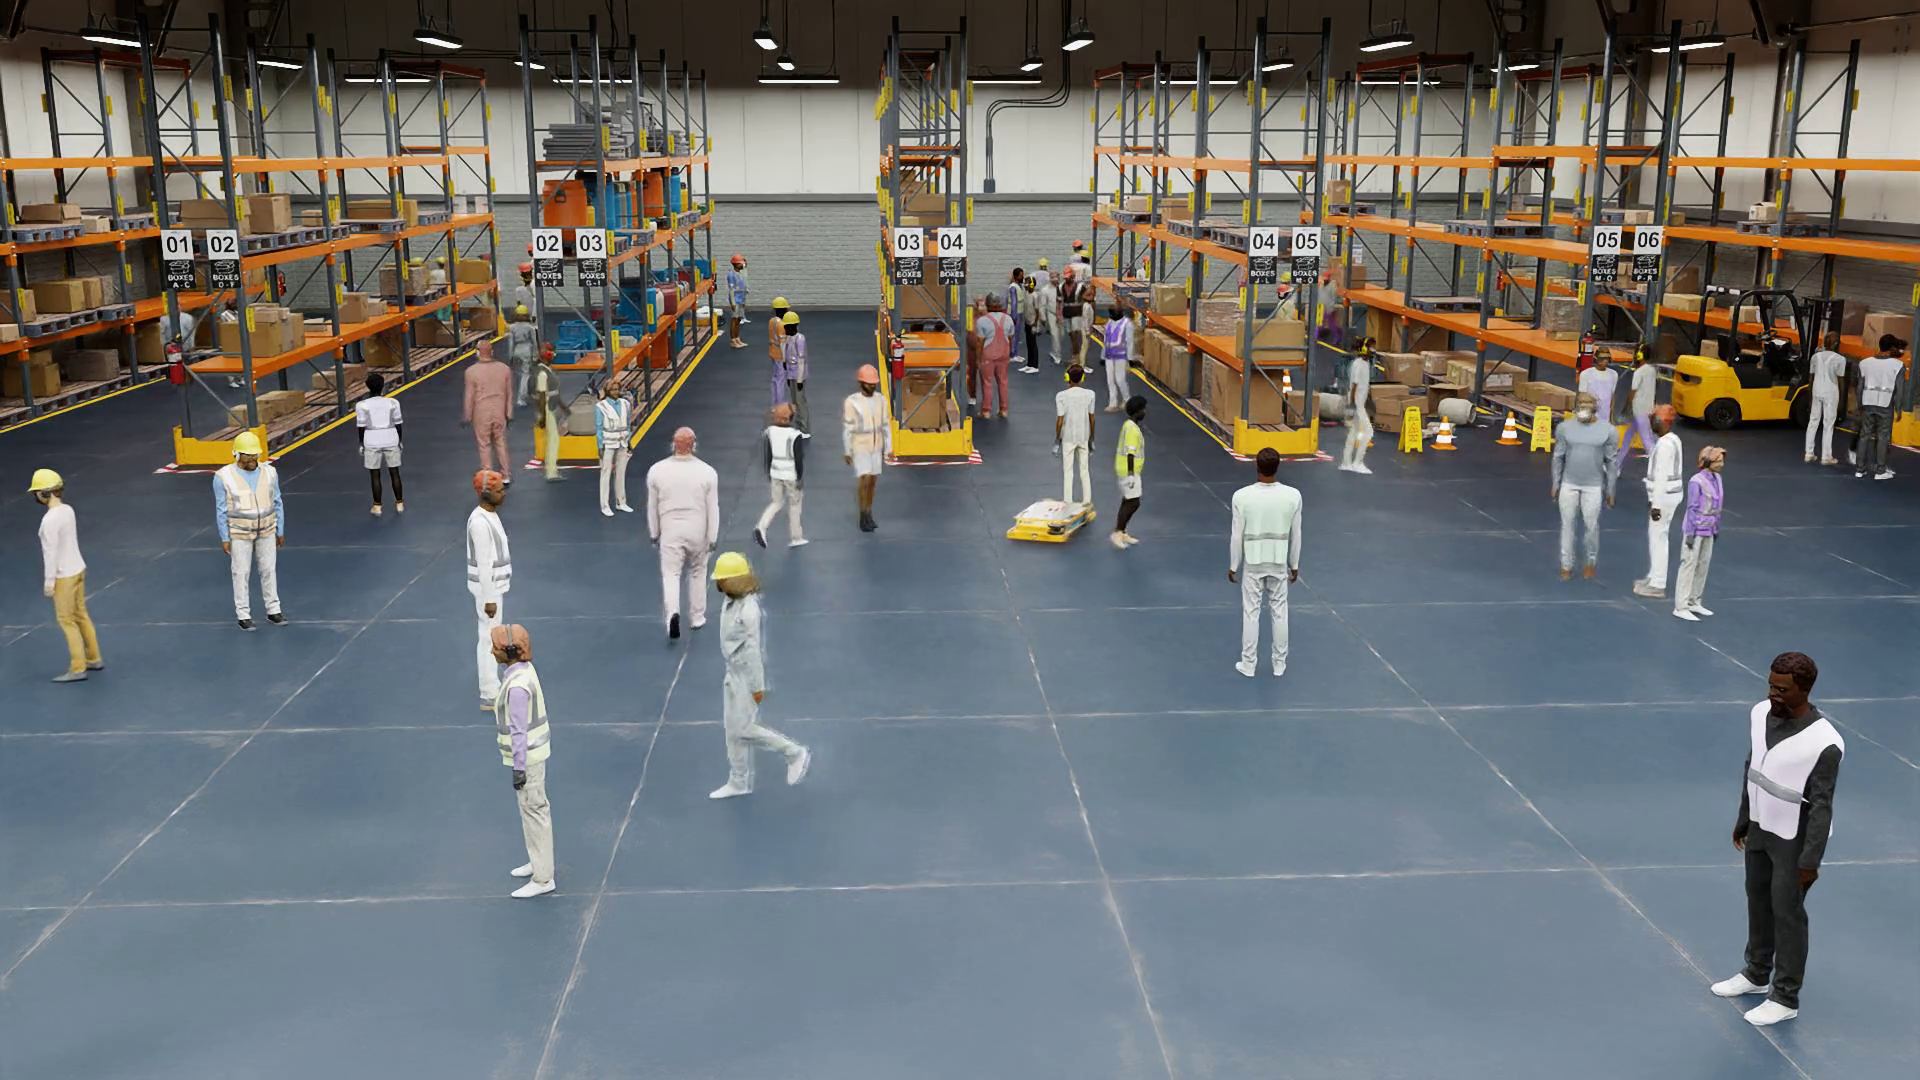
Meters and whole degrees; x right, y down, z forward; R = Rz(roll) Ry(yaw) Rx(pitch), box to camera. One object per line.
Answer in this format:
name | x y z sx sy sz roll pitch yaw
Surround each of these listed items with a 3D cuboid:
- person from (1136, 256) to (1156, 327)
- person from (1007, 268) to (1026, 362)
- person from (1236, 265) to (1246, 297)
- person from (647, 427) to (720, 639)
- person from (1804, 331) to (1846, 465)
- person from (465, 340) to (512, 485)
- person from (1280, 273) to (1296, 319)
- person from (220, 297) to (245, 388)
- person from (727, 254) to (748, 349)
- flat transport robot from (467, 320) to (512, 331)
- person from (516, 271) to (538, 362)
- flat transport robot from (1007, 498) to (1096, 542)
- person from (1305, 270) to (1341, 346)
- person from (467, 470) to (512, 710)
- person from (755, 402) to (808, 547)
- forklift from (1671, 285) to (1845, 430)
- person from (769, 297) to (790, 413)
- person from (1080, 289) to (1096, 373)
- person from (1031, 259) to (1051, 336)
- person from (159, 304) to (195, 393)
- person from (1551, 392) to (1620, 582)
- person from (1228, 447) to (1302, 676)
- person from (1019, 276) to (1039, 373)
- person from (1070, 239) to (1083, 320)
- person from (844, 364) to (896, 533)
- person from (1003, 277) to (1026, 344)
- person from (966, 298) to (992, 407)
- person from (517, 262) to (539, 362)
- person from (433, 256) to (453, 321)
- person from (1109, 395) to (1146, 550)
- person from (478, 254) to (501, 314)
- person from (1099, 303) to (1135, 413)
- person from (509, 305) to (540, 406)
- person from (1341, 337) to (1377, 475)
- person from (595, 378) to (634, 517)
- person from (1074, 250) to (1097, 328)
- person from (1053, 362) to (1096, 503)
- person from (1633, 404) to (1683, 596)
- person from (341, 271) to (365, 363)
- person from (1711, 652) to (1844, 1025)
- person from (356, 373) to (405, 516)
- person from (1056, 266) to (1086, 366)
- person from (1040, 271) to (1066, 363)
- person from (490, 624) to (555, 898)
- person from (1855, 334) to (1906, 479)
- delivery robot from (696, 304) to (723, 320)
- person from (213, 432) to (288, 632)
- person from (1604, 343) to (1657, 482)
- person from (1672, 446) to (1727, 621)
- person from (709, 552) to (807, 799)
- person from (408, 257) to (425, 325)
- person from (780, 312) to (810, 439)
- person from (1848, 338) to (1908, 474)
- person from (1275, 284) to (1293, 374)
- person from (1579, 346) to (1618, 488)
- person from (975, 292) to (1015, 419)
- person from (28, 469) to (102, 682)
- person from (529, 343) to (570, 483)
person | 4.496 -5.986 40.234 0.563 1.755 0.323 -6 15 -24
person | 1.152 -4.619 34.095 0.382 1.918 0.596 3 14 11
person | 7.306 -6.721 43.324 0.303 1.772 0.522 2 13 8
person | -2.466 -0.063 14.861 0.644 1.887 0.764 -1 13 -6
person | 11.976 -1.962 22.998 0.345 1.847 0.508 -8 16 -31
person | -6.083 -1.625 21.442 0.402 1.905 0.652 13 18 43
person | 6.904 -4.766 35.108 0.455 1.744 0.612 -6 15 -24
person | -13.301 -3.627 30.483 0.309 1.645 0.514 4 14 16
person | -4.851 -5.213 36.346 0.382 2.045 0.605 4 14 15
flat transport robot | -11.484 -5.133 39.803 1.431 0.197 0.652 -1 13 -4
person | -8.782 -4.546 33.897 0.534 1.868 0.310 -11 17 -39
flat transport robot | 1.062 -0.239 19.070 0.652 0.197 1.431 5 14 19
person | 8.080 -5.107 36.646 0.884 1.705 0.565 -8 16 -31
person | -3.658 0.387 12.976 0.337 1.877 0.585 -3 14 -11
person | -1.946 -0.684 18.086 0.520 1.620 0.636 9 16 34
forklift | 12.503 -2.886 26.166 2.313 2.155 1.214 -1 13 -3
person | -2.942 -3.014 27.274 0.361 1.930 0.587 -6 14 -22
person | 2.493 -4.078 32.441 0.287 1.626 0.497 2 13 8
person | 1.925 -5.654 38.804 0.601 1.775 0.965 3 14 12
person | -14.042 -3.526 29.872 0.574 1.729 0.695 -4 14 -18
person | 6.300 -0.529 16.816 0.670 1.921 0.623 8 16 32
person | 2.516 0.188 13.731 0.587 1.920 0.391 0 13 -1
person | 1.364 -4.190 32.383 0.322 1.871 0.531 -5 14 -19
person | 2.974 -6.600 42.221 0.375 2.043 0.610 13 18 43
person | -0.998 -1.039 18.954 0.546 1.917 0.651 -9 16 -35
person | 1.157 -5.226 37.425 0.481 1.571 0.853 -10 17 -36
person | 0.331 -3.146 28.009 0.651 1.844 1.030 -2 13 -7
person | -8.792 -4.653 33.982 0.394 2.040 0.610 -7 15 -28
person | -12.458 -5.939 40.072 0.519 1.751 0.425 4 14 16
person | 1.838 -0.744 18.167 0.361 1.686 0.552 0 13 1
person | -11.464 -5.974 40.062 0.828 1.808 0.585 0 13 2
person | 2.599 -3.007 27.528 0.488 1.804 0.673 -12 18 -41
person | -7.437 -3.152 28.362 0.494 1.693 0.906 4 14 16
person | 5.438 -1.808 22.356 0.617 1.849 0.539 5 14 21
person | -4.124 -1.115 19.848 0.314 1.640 0.516 11 17 38
person | 3.045 -6.037 40.176 0.876 1.886 0.603 -10 17 -36
person | 1.340 -1.150 19.501 0.519 1.874 0.327 -4 14 -16
person | 6.876 -0.395 16.296 0.372 1.879 0.589 6 15 24
person | -12.406 -4.560 33.840 0.543 1.928 0.401 -10 17 -36
person | 4.118 1.471 8.321 0.397 1.911 0.588 -2 13 -9
person | -6.898 -1.137 19.815 0.538 1.698 0.319 -8 15 -29
person | 2.196 -4.474 33.317 0.611 1.985 1.036 7 15 28
person | 1.972 -4.545 34.007 0.655 1.899 0.833 -4 14 -17
person | -2.557 1.276 9.750 0.318 1.630 0.513 -3 14 -13
person | 12.152 -1.762 21.995 0.391 1.920 0.593 -10 17 -38
delivery robot | -6.194 -5.554 40.778 0.707 0.478 0.477 -7 15 -29
person | -6.418 -0.083 15.094 0.591 1.824 0.403 -12 18 -42
person | 8.909 -1.674 21.839 0.956 1.818 0.520 12 18 40
person | 6.878 -0.069 15.443 0.527 1.632 0.316 -11 17 -39
person | -1.385 0.902 11.132 0.569 1.728 0.490 -6 15 -25
person | -13.196 -6.008 40.452 0.521 1.704 0.474 6 15 25
person | -2.490 -2.476 25.033 0.410 1.918 0.585 -6 14 -23
person | 12.506 -1.866 22.671 0.533 1.818 0.939 -1 13 -3
person | 6.200 -4.050 32.038 0.343 1.749 0.572 8 16 31
person | 8.170 -1.575 21.360 0.505 1.845 0.345 -1 13 -6
person | 0.507 -2.996 26.959 0.676 2.000 0.536 -7 15 -29
person | -7.385 0.286 13.670 0.351 1.759 0.526 -2 13 -10
person | -5.397 -1.671 21.825 0.509 1.823 0.559 -4 14 -16
